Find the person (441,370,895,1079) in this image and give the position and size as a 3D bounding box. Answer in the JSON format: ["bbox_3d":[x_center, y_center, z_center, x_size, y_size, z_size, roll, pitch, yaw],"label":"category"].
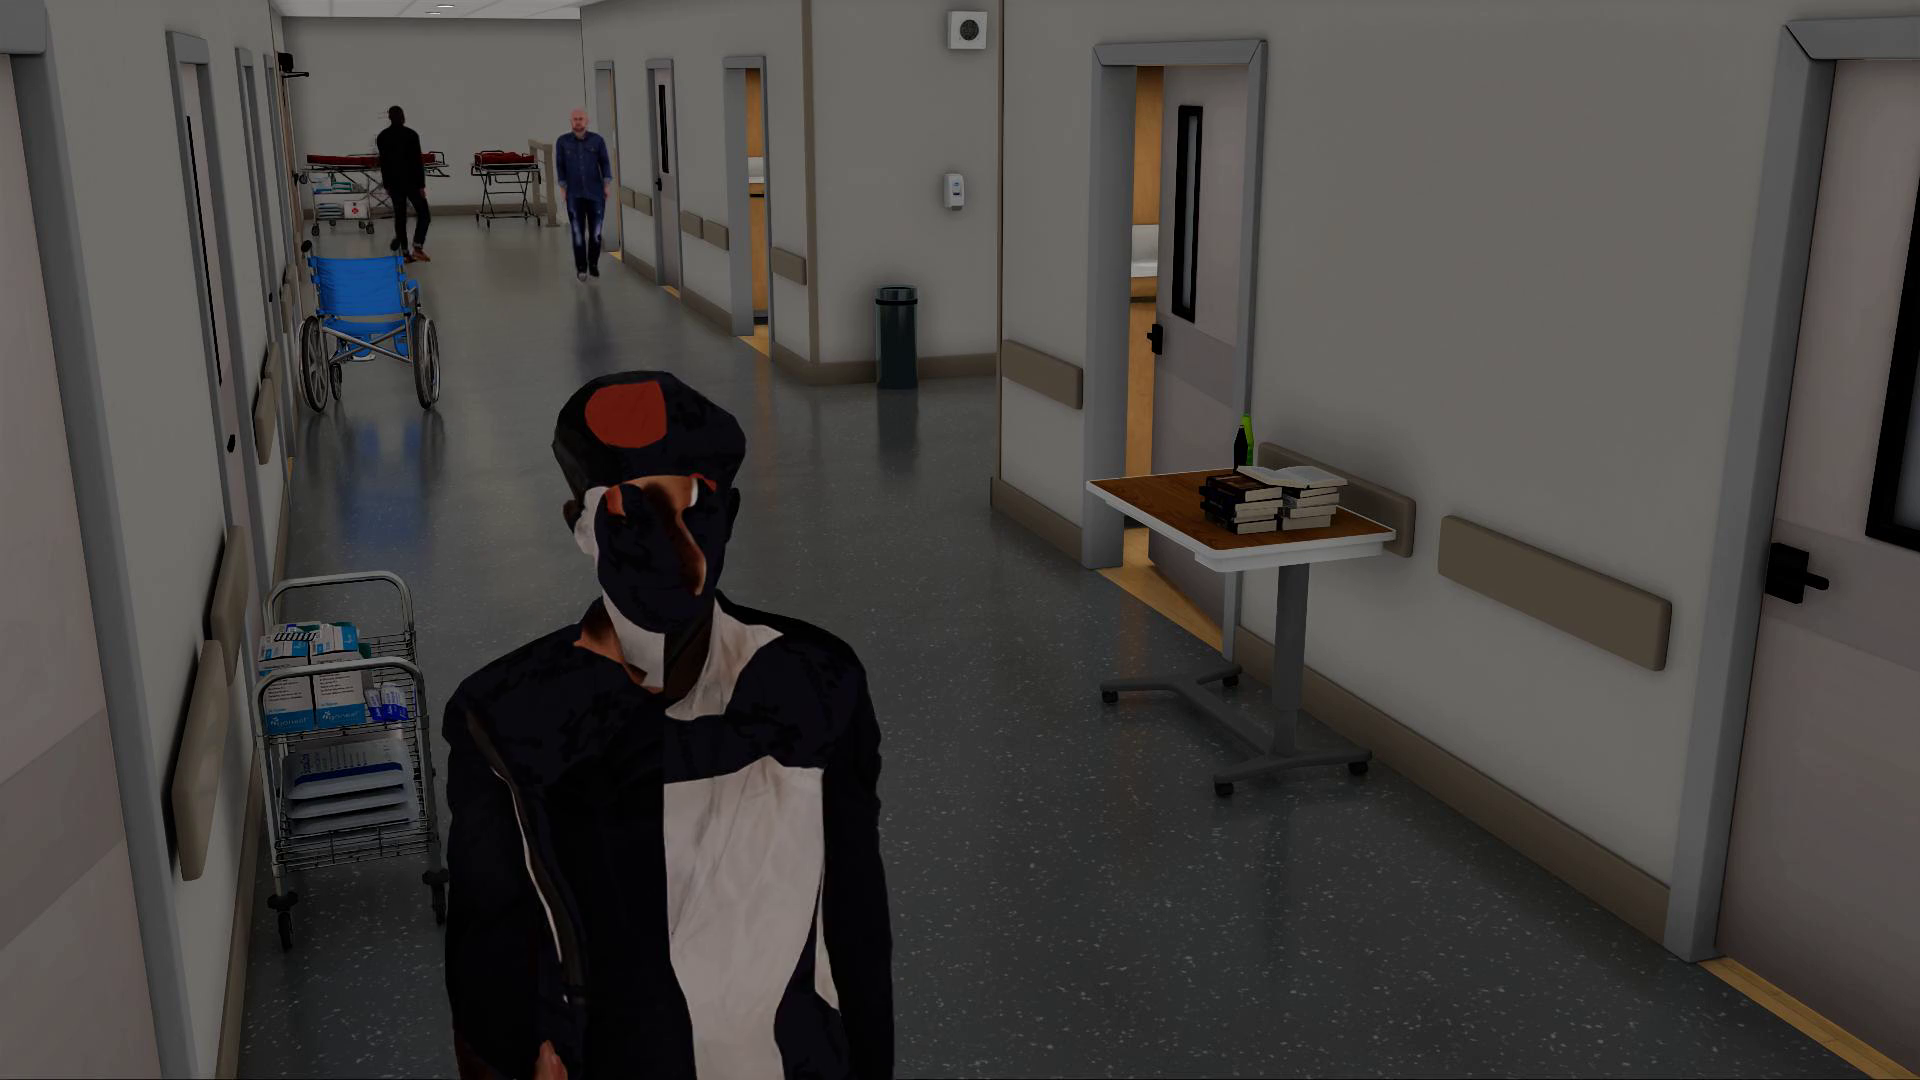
[{"bbox_3d":[-0.350,0.709,2.121,0.780,1.873,1.058,-3,16,-12],"label":"person"}]

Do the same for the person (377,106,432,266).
[{"bbox_3d":[-6.480,-4.099,19.292,0.850,1.810,0.847,3,16,9],"label":"person"}]

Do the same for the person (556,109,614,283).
[{"bbox_3d":[-3.986,-3.641,17.727,0.808,1.777,1.190,-4,16,-13],"label":"person"}]
